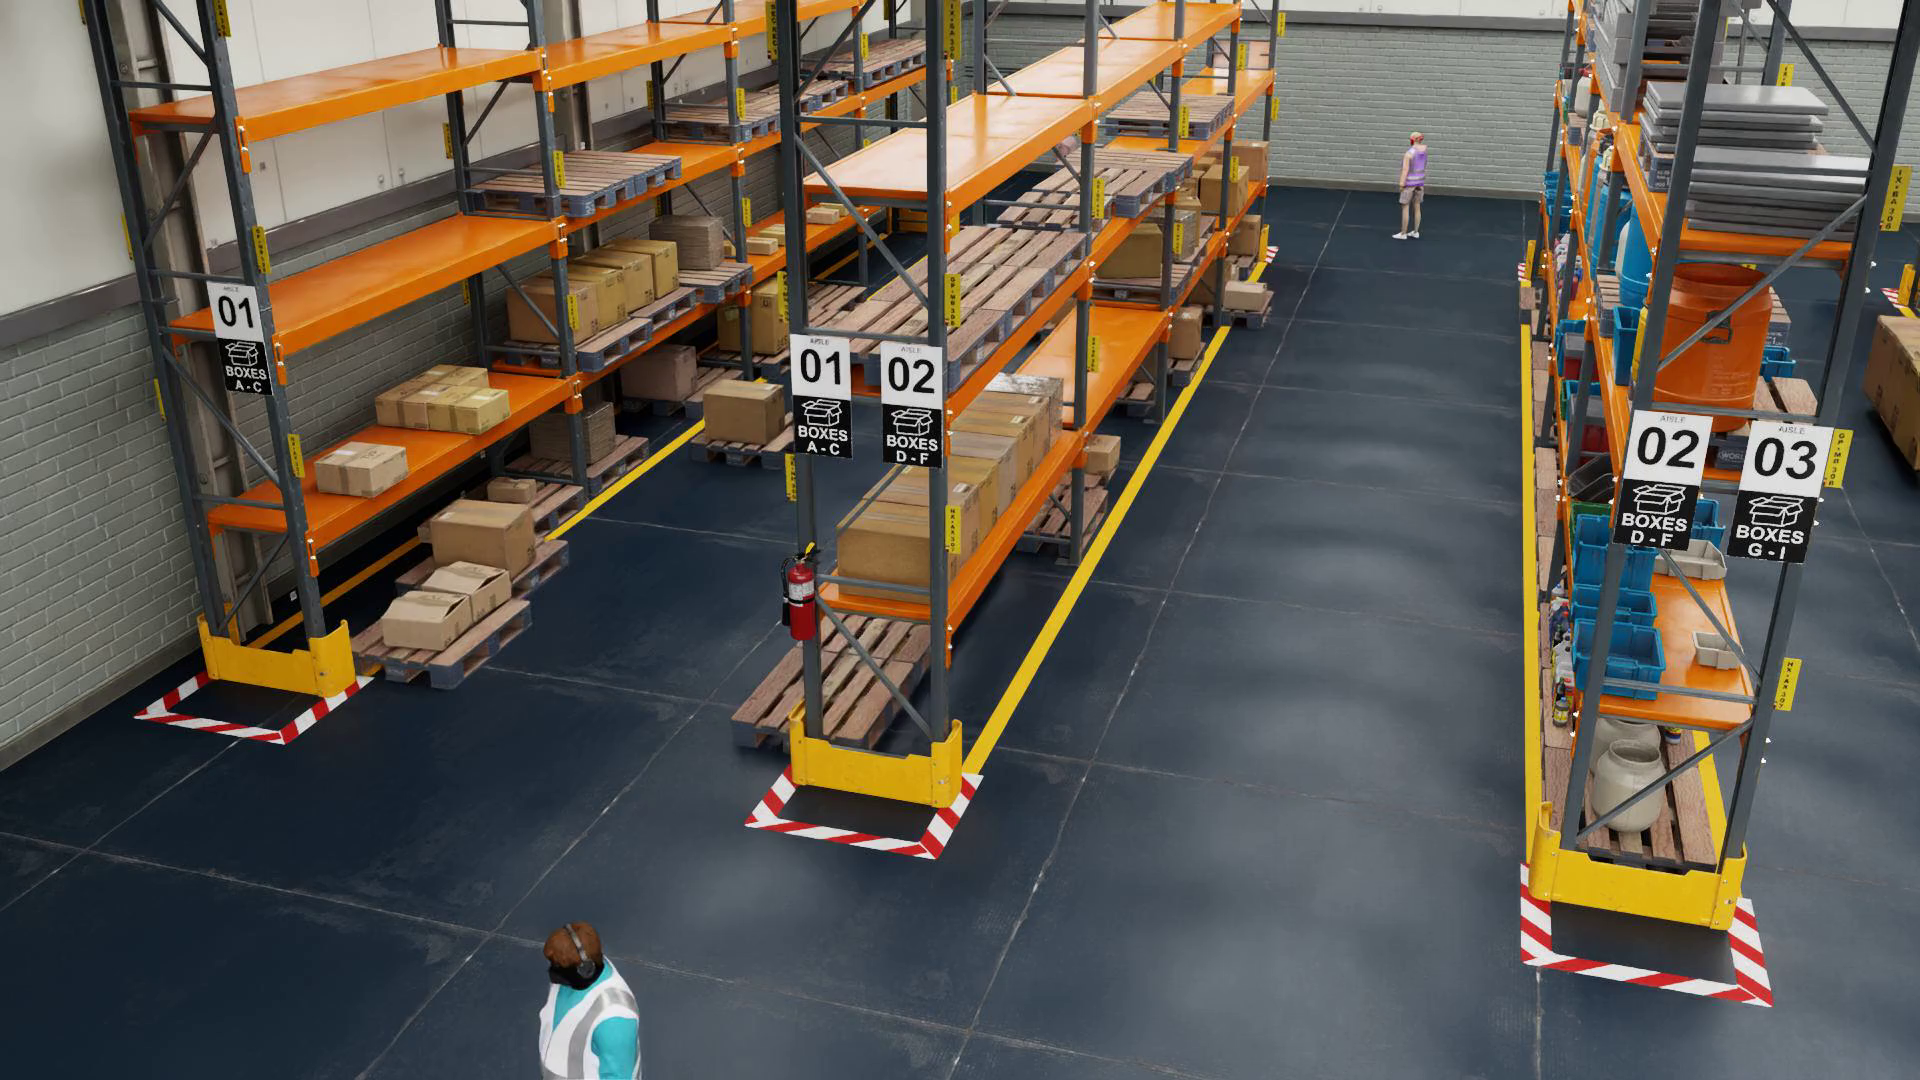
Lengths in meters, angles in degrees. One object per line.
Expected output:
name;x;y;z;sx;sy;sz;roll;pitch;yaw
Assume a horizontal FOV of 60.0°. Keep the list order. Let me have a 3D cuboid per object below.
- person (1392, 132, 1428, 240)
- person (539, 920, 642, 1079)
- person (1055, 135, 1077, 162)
person;7.181;-5.620;26.414;0.489;1.687;0.347;-12;26;-26
person;-1.641;2.479;7.450;0.429;1.834;0.649;-14;27;-30
person;1.712;-5.922;26.970;0.333;1.802;0.526;9;25;20
